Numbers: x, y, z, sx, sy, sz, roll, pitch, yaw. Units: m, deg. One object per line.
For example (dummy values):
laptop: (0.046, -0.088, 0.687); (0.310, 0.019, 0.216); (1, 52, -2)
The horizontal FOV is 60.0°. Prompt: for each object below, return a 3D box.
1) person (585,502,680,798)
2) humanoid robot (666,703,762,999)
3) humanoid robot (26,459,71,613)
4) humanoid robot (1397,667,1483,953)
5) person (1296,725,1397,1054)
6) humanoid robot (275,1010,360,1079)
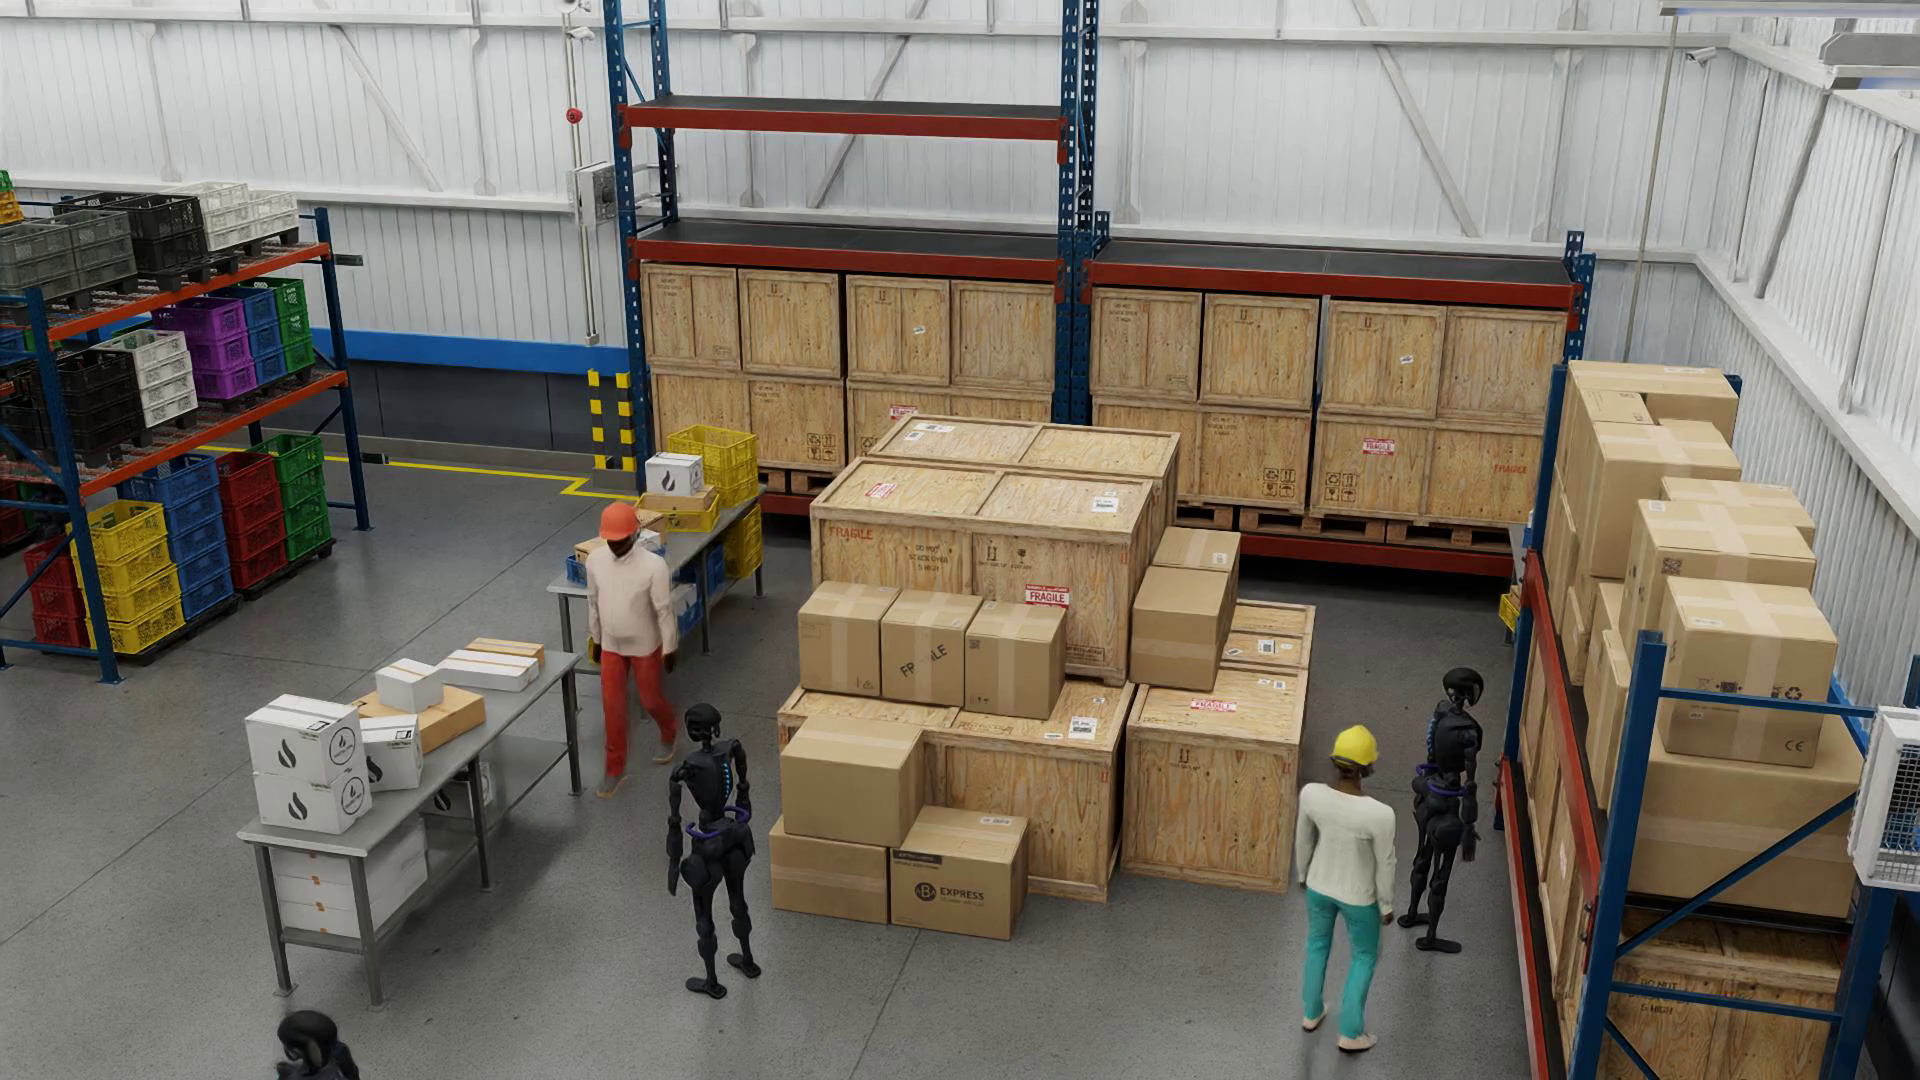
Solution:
person: (-2.156, 0.667, 10.920); (0.626, 1.972, 0.790); (6, 22, 16)
humanoid robot: (-1.299, 1.619, 8.830); (0.313, 1.652, 0.572); (16, 26, 36)
humanoid robot: (-7.336, -0.176, 13.536); (0.353, 1.651, 0.605); (-12, 24, -28)
humanoid robot: (2.687, 1.464, 9.221); (0.313, 1.657, 0.601); (-2, 21, -6)
person: (1.932, 1.750, 8.372); (0.538, 1.767, 0.324); (16, 26, 36)
humanoid robot: (-2.378, 2.529, 6.452); (0.433, 1.654, 0.590); (1, 21, 3)
